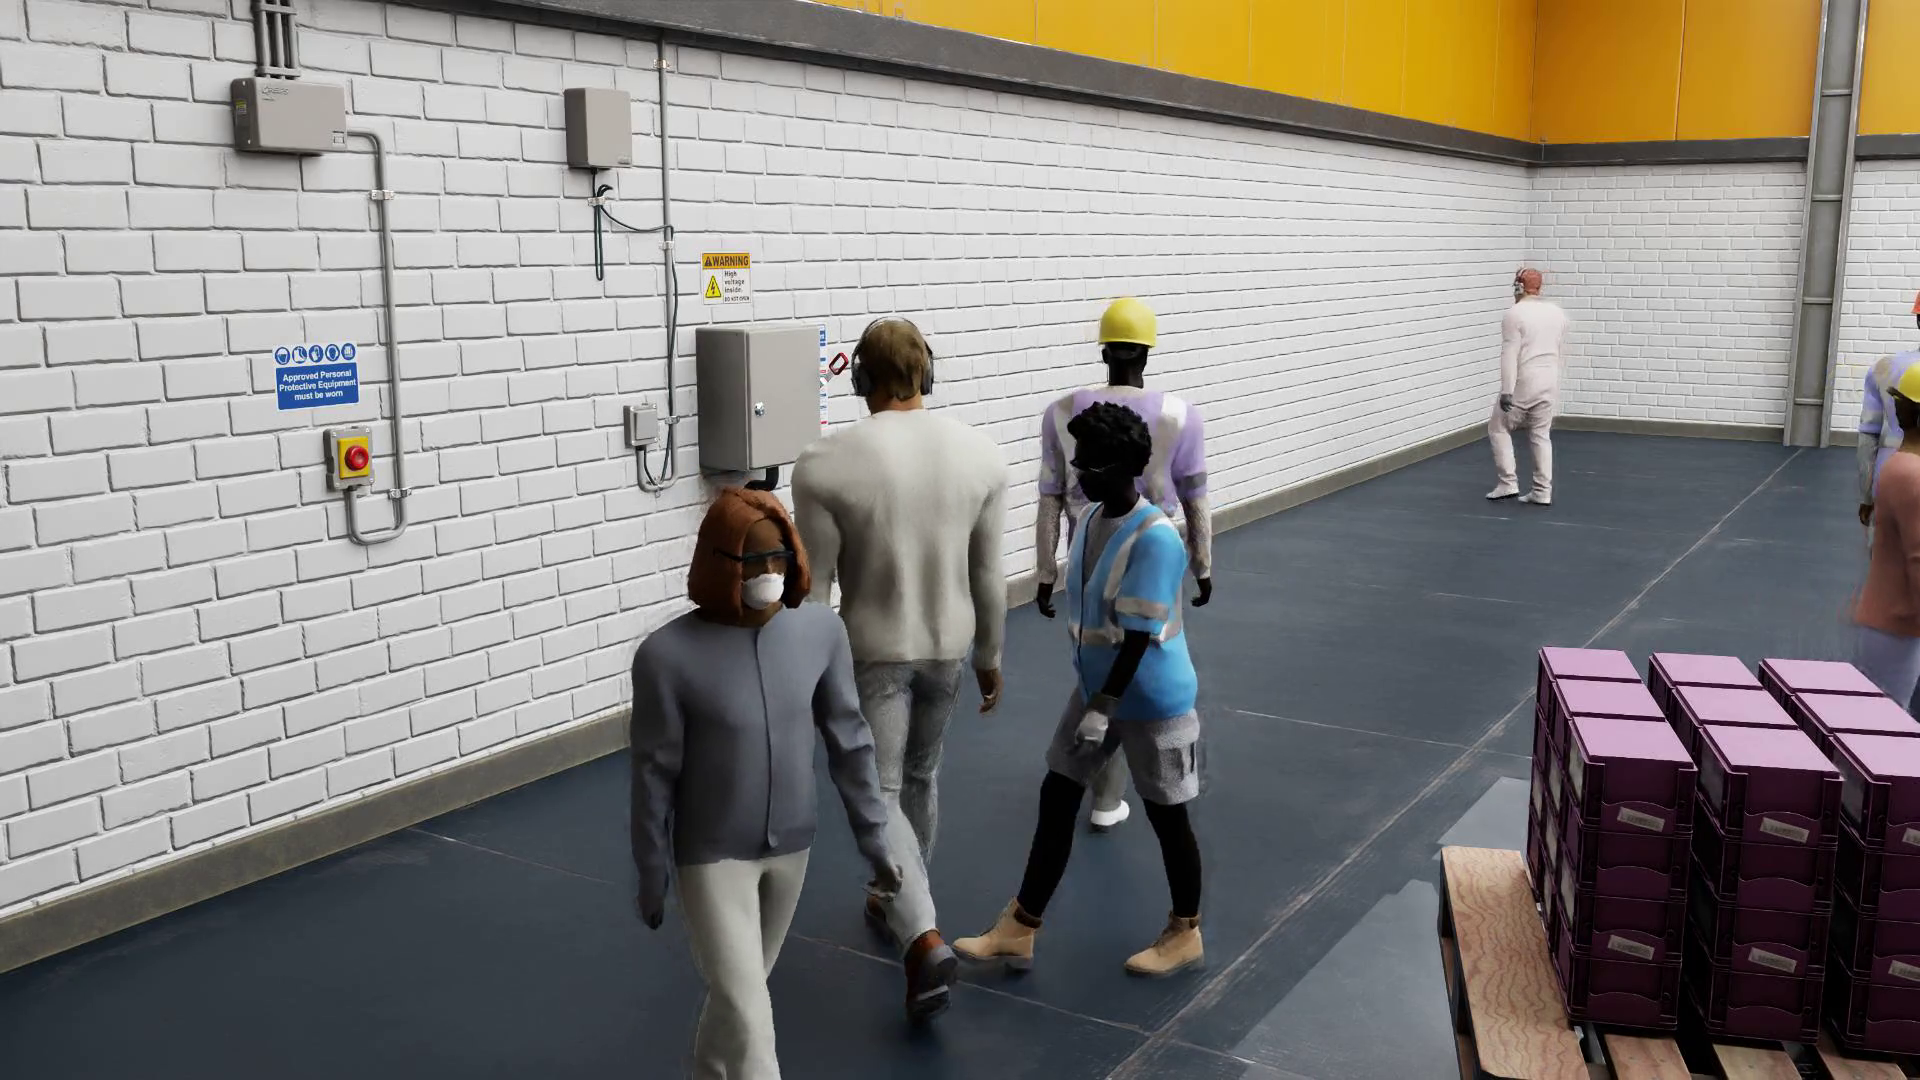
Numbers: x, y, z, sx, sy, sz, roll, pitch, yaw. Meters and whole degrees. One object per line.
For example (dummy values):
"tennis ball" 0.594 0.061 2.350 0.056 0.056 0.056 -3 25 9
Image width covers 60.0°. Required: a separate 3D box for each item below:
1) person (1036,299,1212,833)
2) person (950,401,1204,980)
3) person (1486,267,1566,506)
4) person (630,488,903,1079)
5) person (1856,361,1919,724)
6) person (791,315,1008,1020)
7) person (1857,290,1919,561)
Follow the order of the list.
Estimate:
"person" 0.626 0.062 6.159 0.613 1.878 0.964 4 11 19
"person" 0.356 0.452 4.599 0.806 1.656 0.544 -5 11 -26
"person" 4.479 -1.217 13.243 0.684 1.885 0.599 -6 12 -29
"person" -0.396 0.684 3.498 0.516 1.588 0.822 -8 13 -38
"person" 3.046 0.264 5.434 0.808 1.737 0.531 6 12 29
"person" -0.154 0.331 4.646 0.638 1.905 0.927 -4 11 -22
"person" 4.363 -0.216 7.546 0.378 1.938 0.547 -9 13 -40
